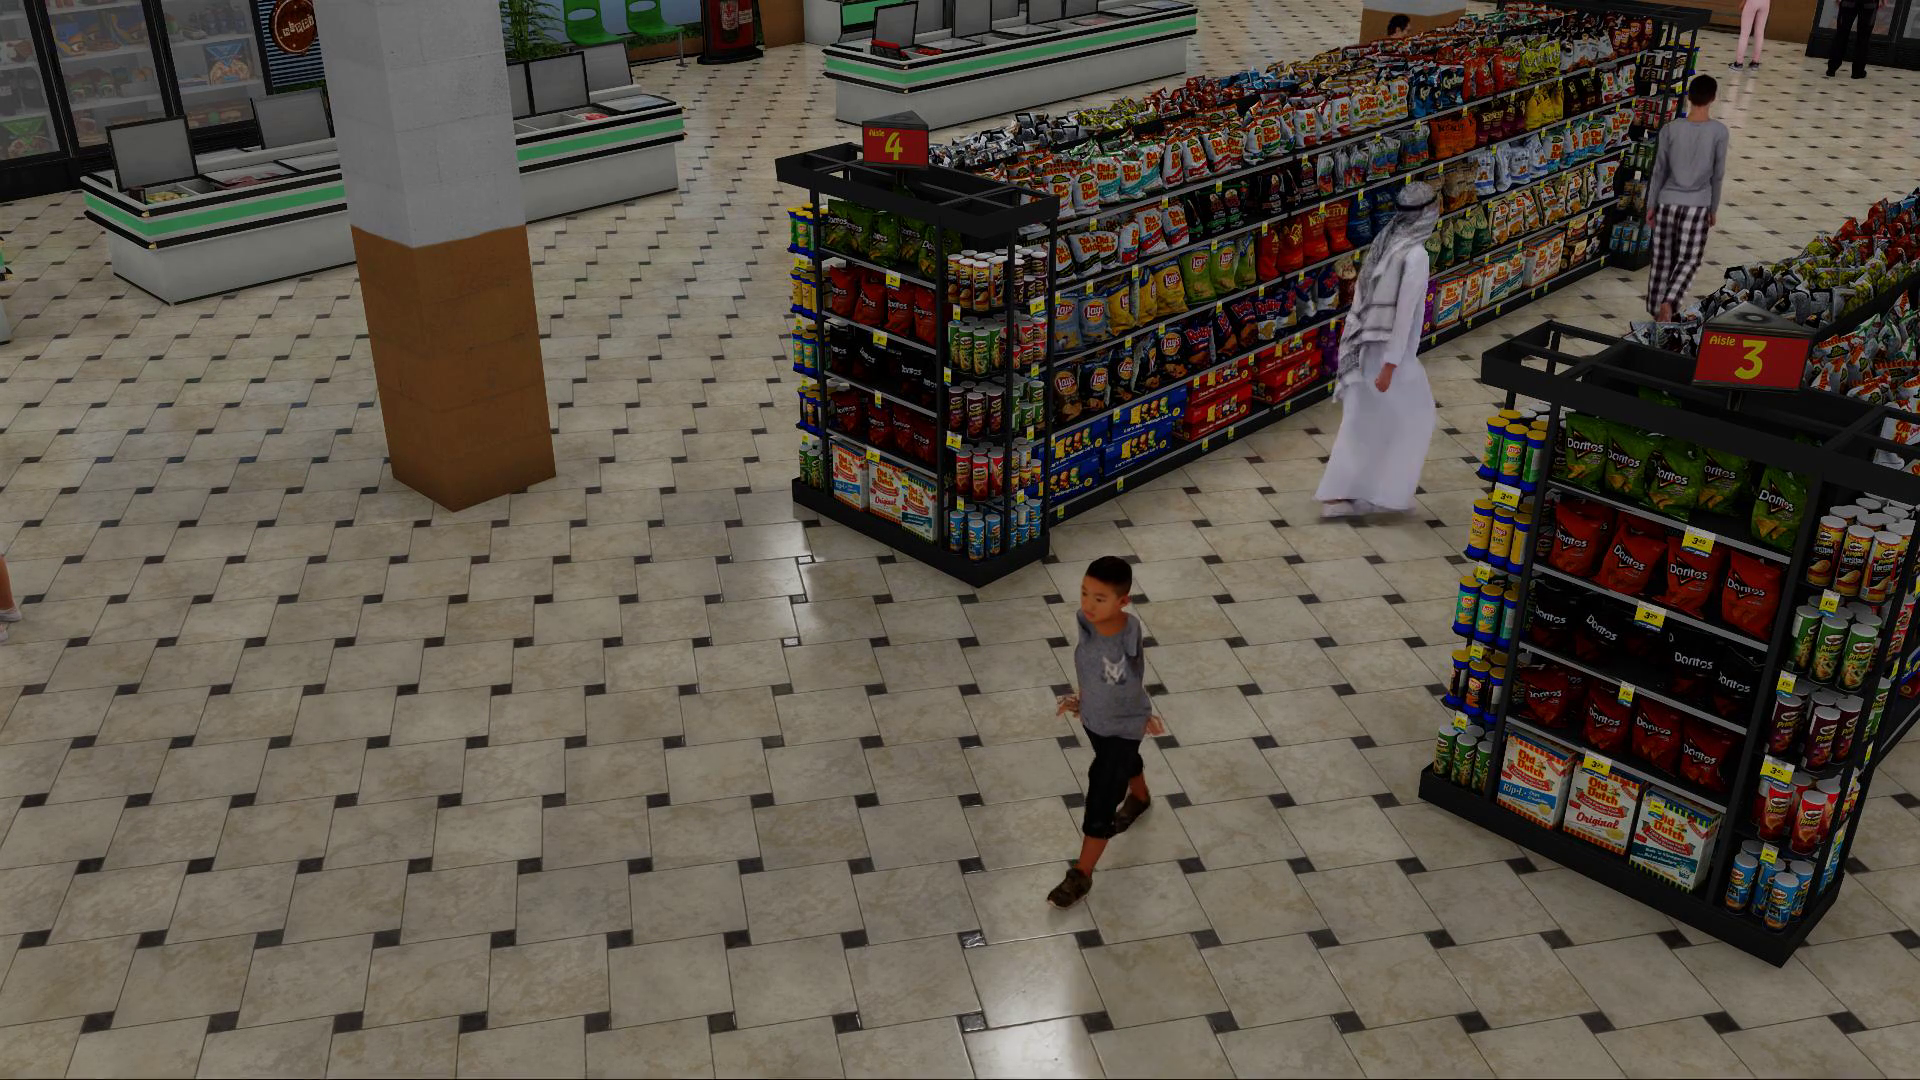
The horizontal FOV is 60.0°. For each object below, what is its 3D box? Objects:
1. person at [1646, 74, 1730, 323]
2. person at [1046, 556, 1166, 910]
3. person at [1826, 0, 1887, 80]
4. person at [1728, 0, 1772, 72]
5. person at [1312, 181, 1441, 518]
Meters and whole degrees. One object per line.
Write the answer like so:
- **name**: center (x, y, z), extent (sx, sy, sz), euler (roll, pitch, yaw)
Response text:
- **person**: center (5.155, -2.351, 11.859), extent (0.790, 1.830, 1.025), euler (14, 30, 25)
- **person**: center (0.626, 0.627, 6.459), extent (0.645, 1.402, 1.066), euler (20, 33, 34)
- **person**: center (10.914, -6.562, 20.145), extent (0.768, 1.845, 0.656), euler (17, 31, 30)
- **person**: center (9.867, -6.625, 20.580), extent (0.624, 1.564, 0.681), euler (1, 27, 1)
- **person**: center (2.254, -0.979, 9.084), extent (1.000, 1.892, 0.893), euler (-5, 27, -10)
